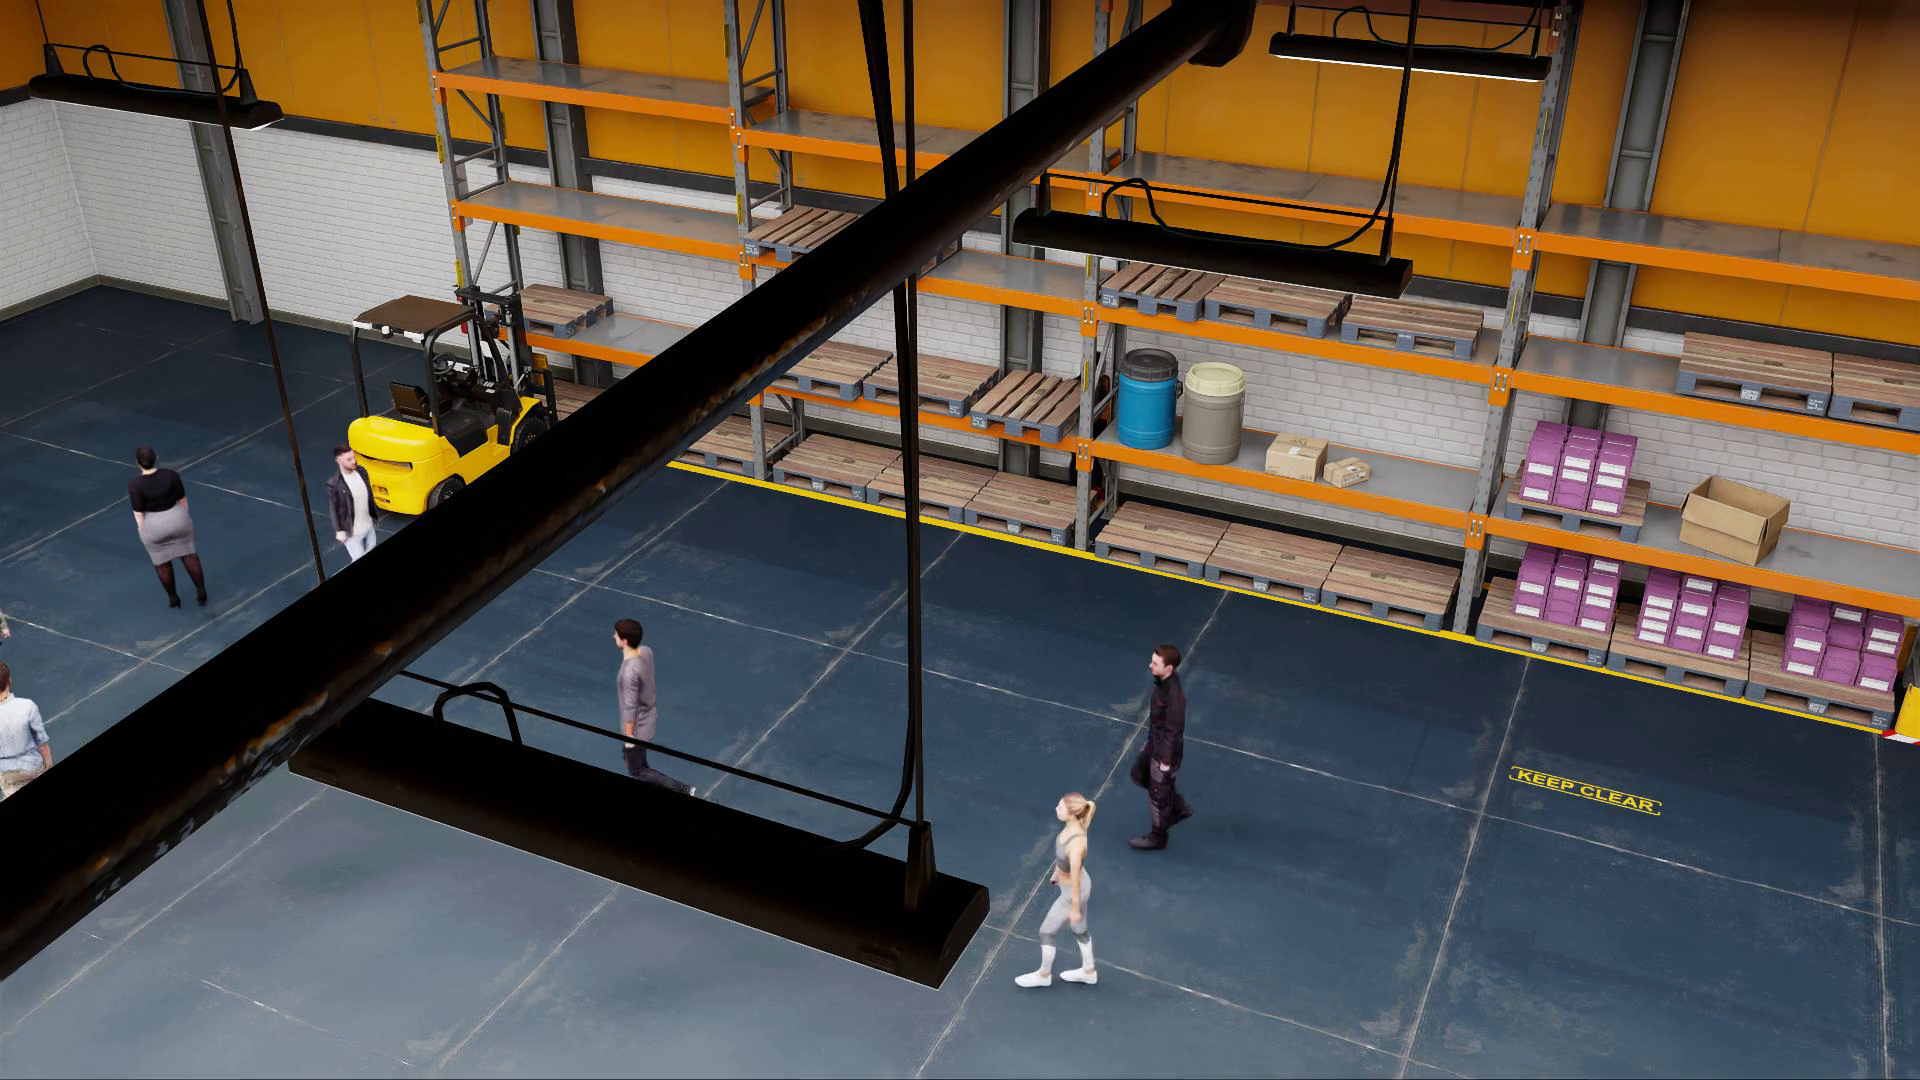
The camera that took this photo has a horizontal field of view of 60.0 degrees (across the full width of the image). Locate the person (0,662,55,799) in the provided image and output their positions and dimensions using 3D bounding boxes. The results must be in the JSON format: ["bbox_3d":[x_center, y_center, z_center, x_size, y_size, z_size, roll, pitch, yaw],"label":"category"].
[{"bbox_3d":[-7.246,1.827,12.820,1.140,1.806,1.201,-10,30,-18],"label":"person"}]

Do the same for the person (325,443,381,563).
[{"bbox_3d":[-5.992,-0.126,16.379,0.732,1.827,0.668,14,32,24],"label":"person"}]

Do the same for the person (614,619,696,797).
[{"bbox_3d":[-2.516,1.474,13.438,1.052,1.835,0.885,2,29,4],"label":"person"}]

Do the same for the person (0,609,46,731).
[{"bbox_3d":[-8.654,0.867,14.541,1.189,1.843,0.841,7,29,12],"label":"person"}]

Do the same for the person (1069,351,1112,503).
[{"bbox_3d":[1.459,-1.268,18.485,0.768,1.814,0.833,-9,30,-16],"label":"person"}]

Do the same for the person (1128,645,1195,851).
[{"bbox_3d":[1.665,1.625,13.089,0.944,1.903,0.876,-2,29,-3],"label":"person"}]

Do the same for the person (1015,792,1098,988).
[{"bbox_3d":[0.874,2.494,11.724,0.906,1.685,0.746,2,29,4],"label":"person"}]

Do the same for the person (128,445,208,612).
[{"bbox_3d":[-7.839,-0.118,16.435,0.767,1.759,0.773,-21,35,-33],"label":"person"}]
